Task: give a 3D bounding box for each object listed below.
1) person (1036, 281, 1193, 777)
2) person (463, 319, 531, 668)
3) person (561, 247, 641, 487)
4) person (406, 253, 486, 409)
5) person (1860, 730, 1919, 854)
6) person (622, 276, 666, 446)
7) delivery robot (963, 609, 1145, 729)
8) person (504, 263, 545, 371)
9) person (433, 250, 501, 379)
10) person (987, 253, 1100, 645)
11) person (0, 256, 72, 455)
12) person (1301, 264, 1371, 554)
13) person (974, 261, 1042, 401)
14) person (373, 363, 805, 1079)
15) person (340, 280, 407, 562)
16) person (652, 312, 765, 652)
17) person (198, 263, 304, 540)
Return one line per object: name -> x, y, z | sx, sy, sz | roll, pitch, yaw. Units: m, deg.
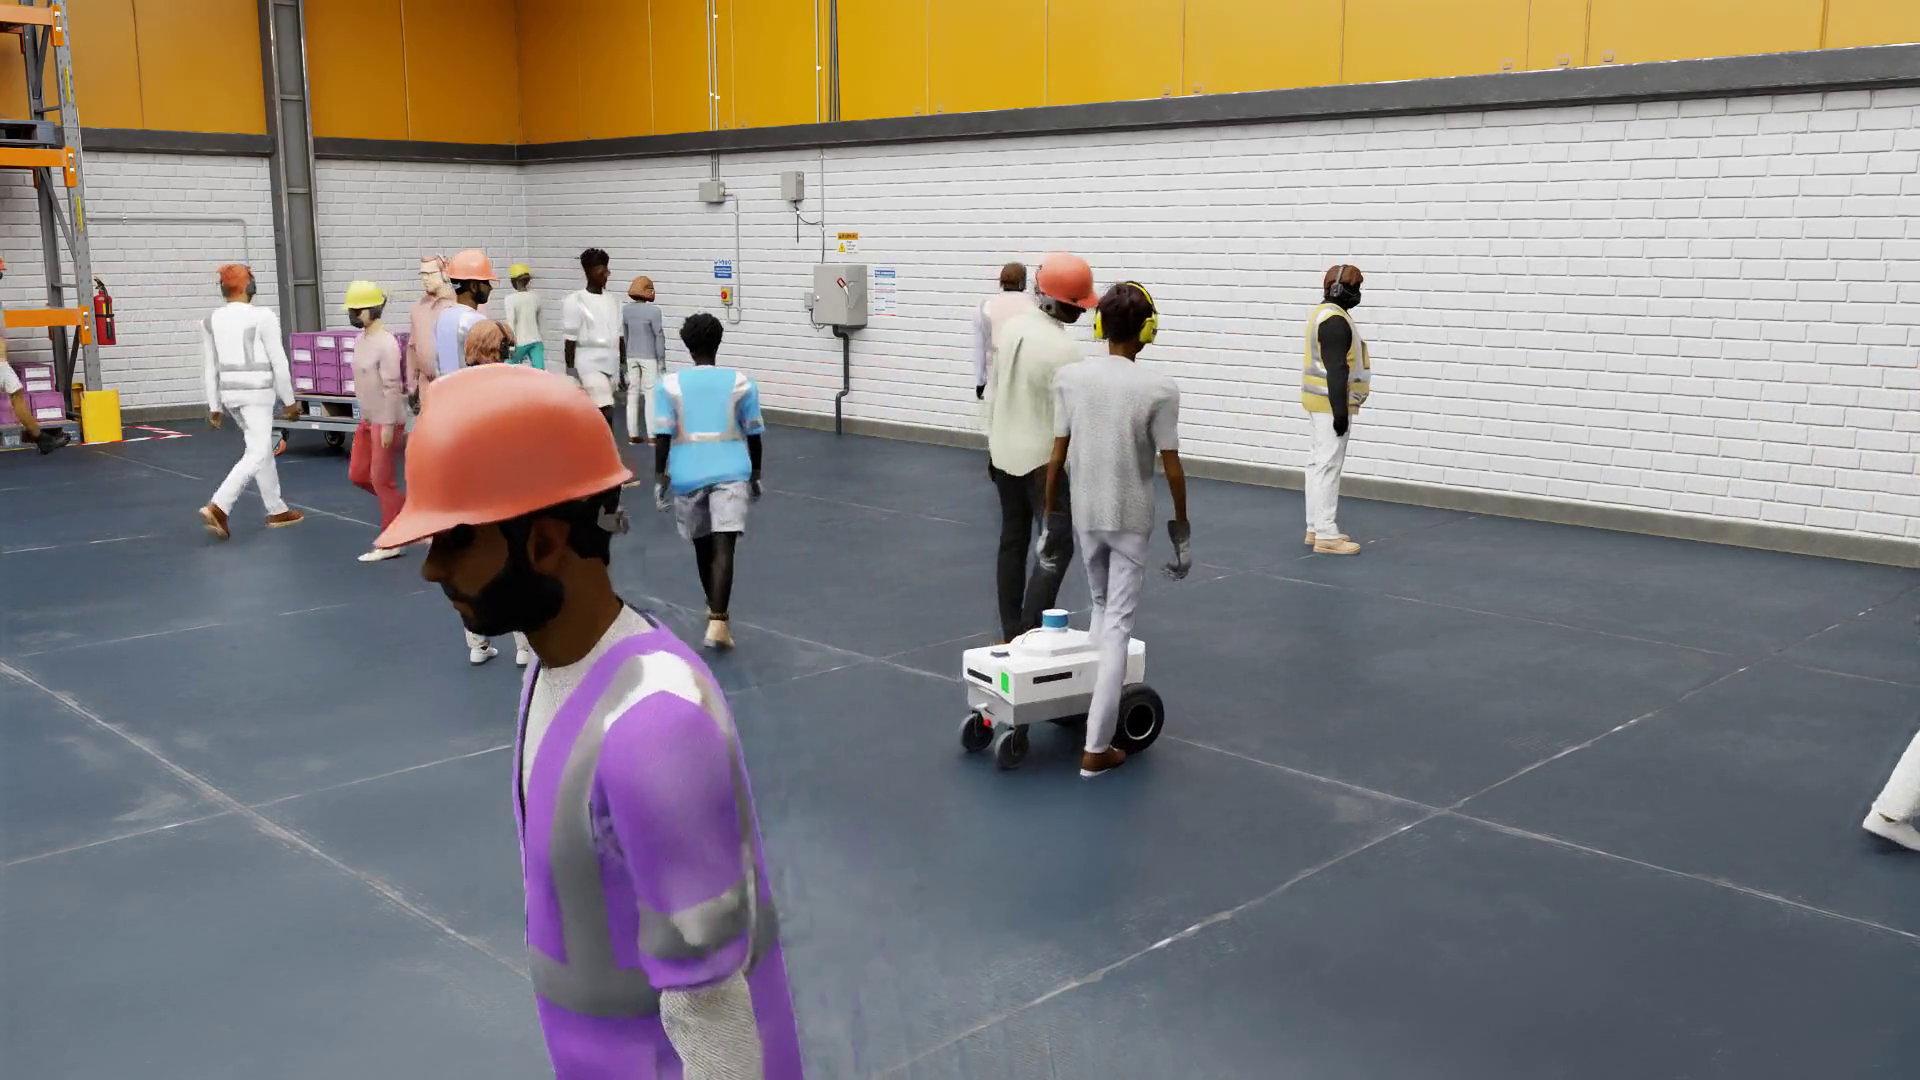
person -> 0.631, -0.052, 6.343 | 0.571, 1.845, 0.693 | 6, 12, 31
person -> -2.163, -0.209, 7.786 | 0.512, 1.638, 0.307 | 2, 11, 13
person -> -3.008, -1.419, 13.590 | 0.943, 1.934, 0.610 | 6, 12, 31
person -> -3.752, -1.138, 12.133 | 0.675, 1.894, 0.445 | 5, 11, 23
person -> 3.401, 0.252, 5.407 | 0.874, 1.595, 0.516 | 1, 10, 7
person -> -3.059, -1.730, 16.087 | 0.504, 1.631, 0.279 | 5, 12, 26
delivery robot -> 0.371, 0.516, 6.530 | 0.707, 0.478, 0.477 | -6, 12, -30
person -> -4.697, -2.151, 18.134 | 0.885, 1.731, 0.539 | 8, 13, 37
person -> -2.878, -0.746, 9.896 | 0.362, 1.935, 0.553 | -10, 14, -44
person -> 0.349, -0.349, 7.737 | 0.377, 1.943, 0.711 | -7, 12, -33
person -> -8.659, -1.659, 14.999 | 0.563, 1.883, 0.985 | 8, 13, 38
person -> 2.408, -0.840, 10.681 | 0.430, 1.840, 0.619 | 1, 10, 5
person -> 0.439, -1.311, 13.314 | 0.636, 1.844, 0.501 | 4, 11, 19
person -> -0.291, 0.696, 2.212 | 0.830, 1.890, 0.555 | -4, 11, -21
person -> -3.590, -0.731, 10.309 | 0.443, 1.745, 0.538 | -9, 14, -41
person -> -1.237, -0.296, 8.243 | 0.541, 1.639, 0.895 | -1, 10, -6
person -> -4.849, -0.942, 11.219 | 0.582, 1.849, 0.910 | 4, 11, 21
